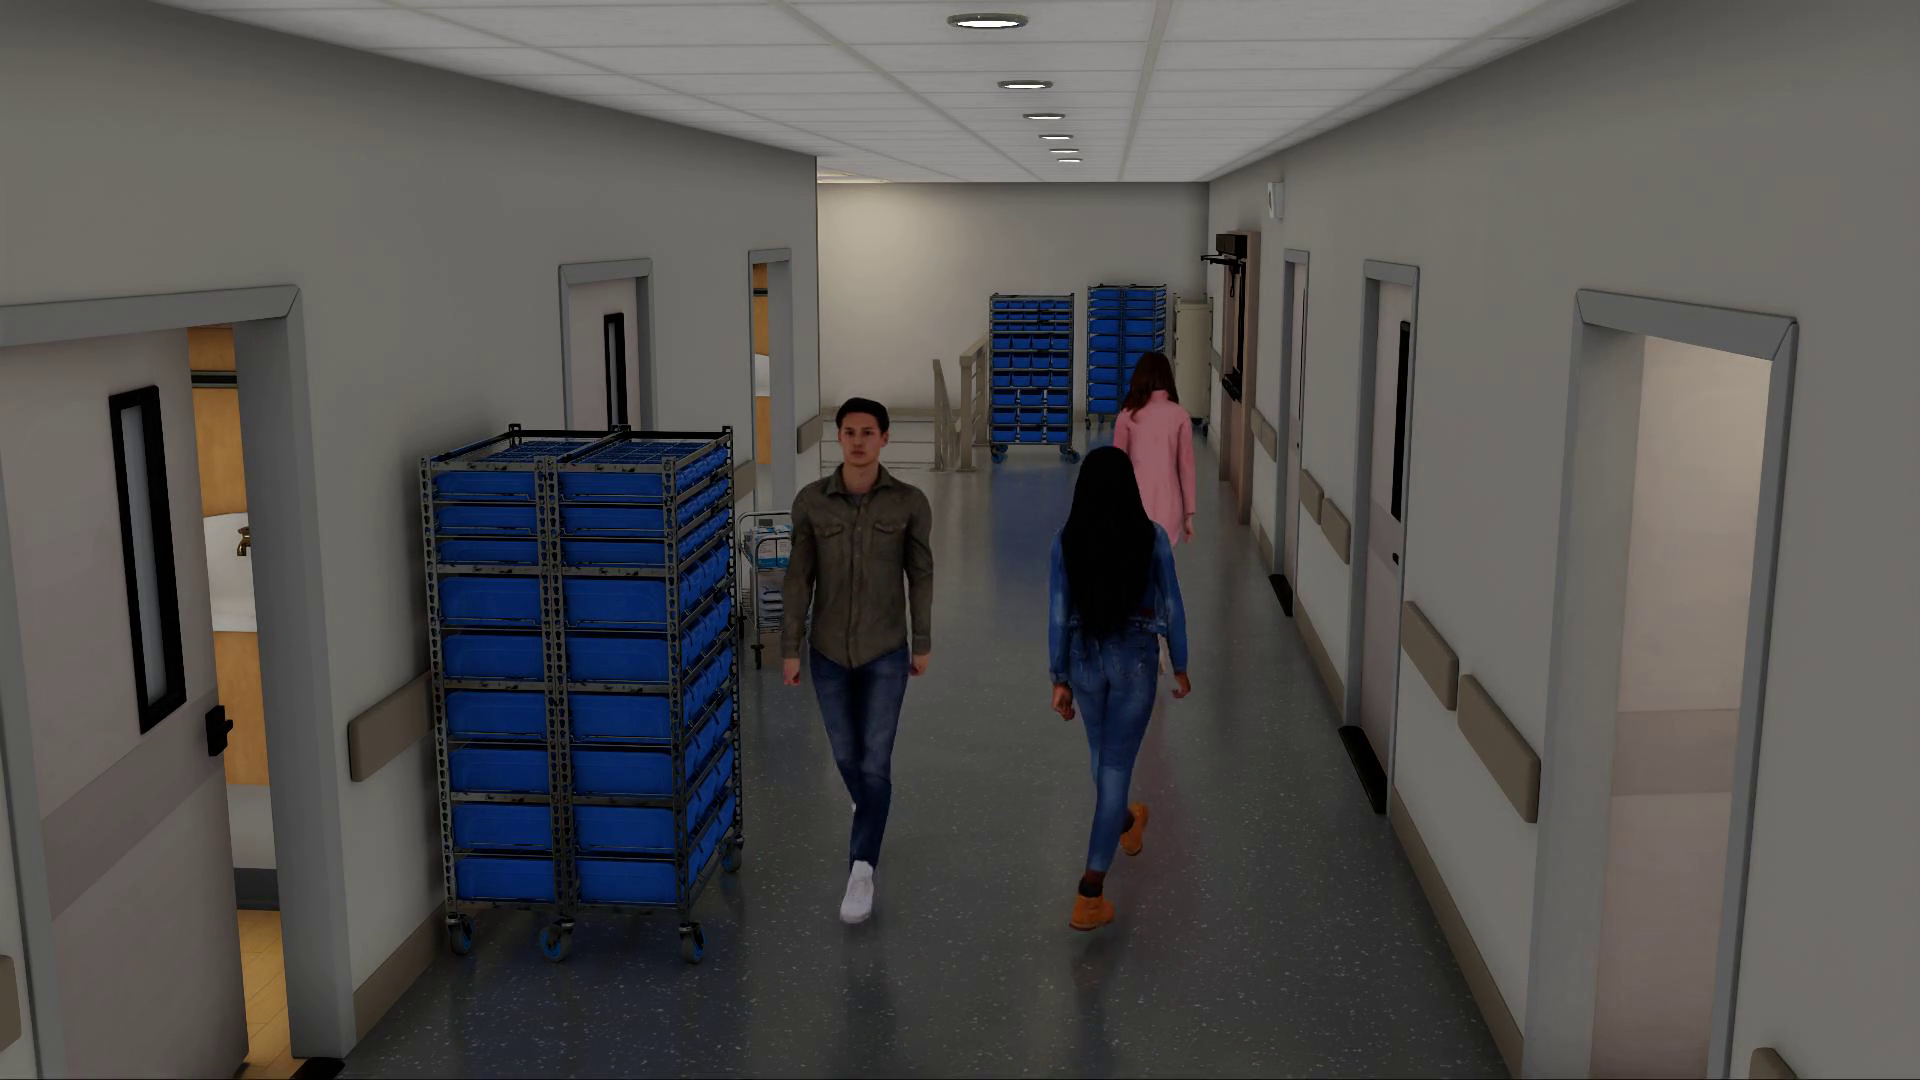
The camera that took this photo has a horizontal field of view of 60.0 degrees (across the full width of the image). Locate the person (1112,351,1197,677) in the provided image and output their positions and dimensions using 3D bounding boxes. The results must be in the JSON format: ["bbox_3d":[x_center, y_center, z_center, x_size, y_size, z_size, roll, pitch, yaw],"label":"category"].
[{"bbox_3d":[1.043,-0.098,9.048,0.739,1.755,1.169,0,11,-2],"label":"person"}]

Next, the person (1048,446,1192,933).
[{"bbox_3d":[0.517,0.554,5.871,0.863,1.659,1.281,4,12,22],"label":"person"}]

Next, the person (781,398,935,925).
[{"bbox_3d":[-0.371,0.394,6.220,0.689,1.843,1.146,1,11,5],"label":"person"}]
